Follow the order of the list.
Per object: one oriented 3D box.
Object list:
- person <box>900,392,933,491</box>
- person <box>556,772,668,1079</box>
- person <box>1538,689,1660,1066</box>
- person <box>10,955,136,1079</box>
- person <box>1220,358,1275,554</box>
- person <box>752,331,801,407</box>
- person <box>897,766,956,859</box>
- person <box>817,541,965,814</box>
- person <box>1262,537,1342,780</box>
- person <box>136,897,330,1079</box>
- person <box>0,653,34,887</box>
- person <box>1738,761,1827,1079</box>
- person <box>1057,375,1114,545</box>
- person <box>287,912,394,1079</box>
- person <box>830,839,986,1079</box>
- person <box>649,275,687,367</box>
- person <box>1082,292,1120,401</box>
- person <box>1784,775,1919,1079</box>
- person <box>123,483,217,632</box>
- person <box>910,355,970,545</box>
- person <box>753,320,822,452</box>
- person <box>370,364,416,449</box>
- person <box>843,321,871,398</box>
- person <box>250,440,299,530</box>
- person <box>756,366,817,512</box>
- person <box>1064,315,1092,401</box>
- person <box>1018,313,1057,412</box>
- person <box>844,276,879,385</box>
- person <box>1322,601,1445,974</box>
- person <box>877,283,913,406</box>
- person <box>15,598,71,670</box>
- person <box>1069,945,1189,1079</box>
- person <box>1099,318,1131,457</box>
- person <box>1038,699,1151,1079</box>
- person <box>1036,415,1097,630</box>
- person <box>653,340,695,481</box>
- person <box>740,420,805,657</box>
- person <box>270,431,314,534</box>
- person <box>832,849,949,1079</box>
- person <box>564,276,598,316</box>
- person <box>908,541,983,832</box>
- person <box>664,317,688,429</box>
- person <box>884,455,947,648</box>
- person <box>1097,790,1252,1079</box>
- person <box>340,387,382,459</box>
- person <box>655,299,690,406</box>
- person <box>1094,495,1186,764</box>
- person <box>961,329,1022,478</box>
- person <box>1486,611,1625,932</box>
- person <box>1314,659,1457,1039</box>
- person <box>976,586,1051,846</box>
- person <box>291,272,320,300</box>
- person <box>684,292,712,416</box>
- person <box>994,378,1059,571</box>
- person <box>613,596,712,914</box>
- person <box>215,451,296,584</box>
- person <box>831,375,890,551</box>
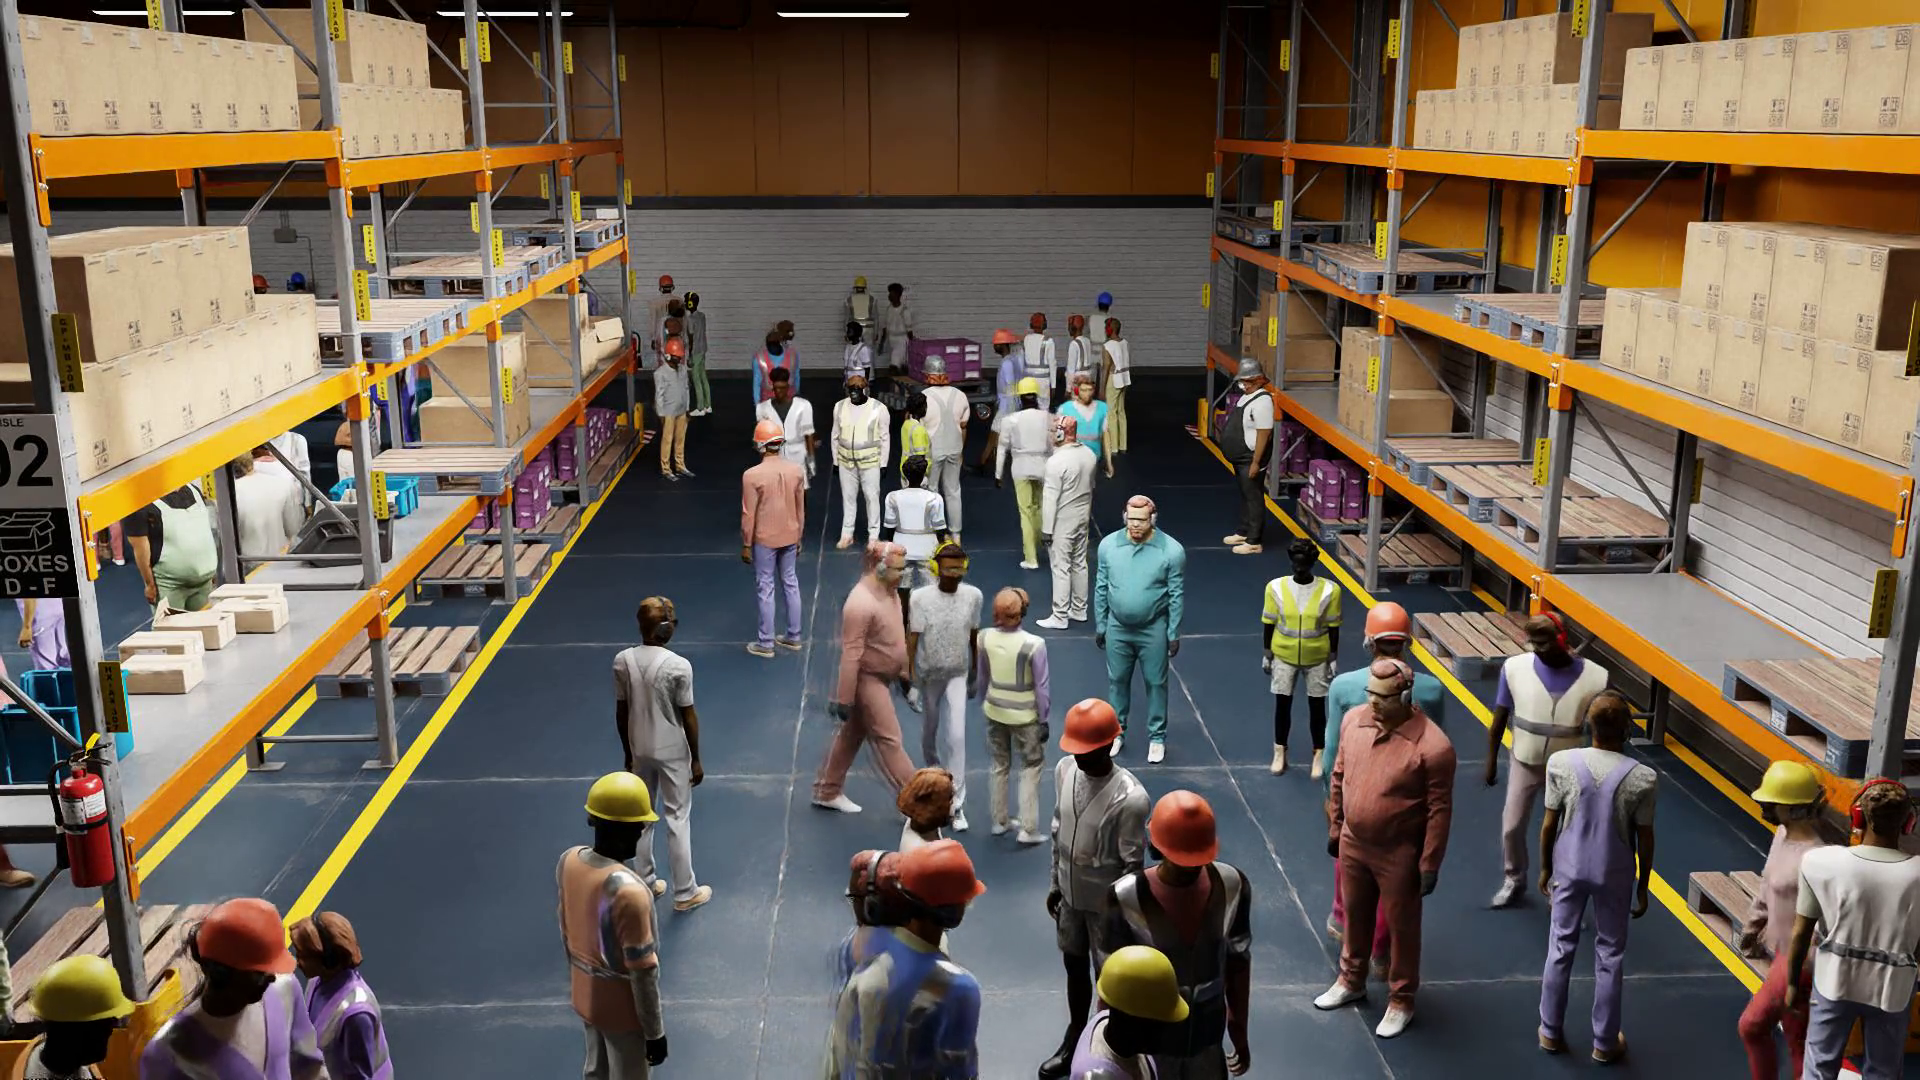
[{"bbox_3d":[-0.444,-0.676,17.057,0.320,1.698,0.531,-5,15,-18],"label":"person"},{"bbox_3d":[-1.365,1.852,6.698,0.382,1.917,0.585,-13,19,-42],"label":"person"},{"bbox_3d":[2.999,1.590,7.867,0.508,1.846,0.342,8,16,28],"label":"person"},{"bbox_3d":[-2.797,2.220,5.303,0.483,1.900,0.626,-5,15,-20],"label":"person"},{"bbox_3d":[2.956,-0.884,17.190,0.536,2.000,0.675,-1,14,-3],"label":"person"},{"bbox_3d":[-2.327,-1.778,21.229,0.631,1.779,0.997,-3,15,-12],"label":"person"},{"bbox_3d":[-0.163,1.791,7.523,0.288,1.625,0.497,1,14,3],"label":"person"},{"bbox_3d":[-0.470,0.908,10.550,1.033,1.840,0.656,3,15,11],"label":"person"},{"bbox_3d":[2.311,0.794,11.311,0.539,1.687,0.320,4,15,16],"label":"person"},{"bbox_3d":[-2.440,2.104,5.581,0.986,1.988,0.609,5,15,18],"label":"person"},{"bbox_3d":[-5.608,1.096,9.418,0.536,2.000,0.688,1,14,6],"label":"person"},{"bbox_3d":[3.574,1.801,7.239,0.607,1.738,0.571,3,15,13],"label":"person"},{"bbox_3d":[1.322,-0.807,17.331,0.569,1.824,0.640,-5,15,-20],"label":"person"},{"bbox_3d":[-2.263,2.130,6.176,0.318,1.631,0.524,-11,18,-36],"label":"person"},{"bbox_3d":[-0.157,2.016,5.925,0.888,1.985,0.620,-12,18,-39],"label":"person"},{"bbox_3d":[-4.640,-3.222,26.494,0.607,1.987,0.414,-7,16,-25],"label":"person"},{"bbox_3d":[2.049,-2.673,24.449,0.613,1.921,0.645,4,15,15],"label":"person"},{"bbox_3d":[3.689,1.863,6.819,0.559,1.836,0.393,7,16,25],"label":"person"},{"bbox_3d":[-5.963,0.242,12.770,0.538,2.000,0.683,5,15,20],"label":"person"},{"bbox_3d":[-0.269,-0.915,17.310,0.683,2.000,0.536,-9,17,-31],"label":"person"},{"bbox_3d":[-2.363,-2.046,22.261,0.972,1.787,0.508,0,14,0],"label":"person"},{"bbox_3d":[-7.033,-1.761,20.633,0.535,2.000,0.683,-3,15,-13],"label":"person"},{"bbox_3d":[-1.432,-2.164,22.899,0.317,1.695,0.540,-12,19,-39],"label":"person"},{"bbox_3d":[-5.861,-0.049,14.186,0.410,1.908,0.598,4,15,14],"label":"person"},{"bbox_3d":[-1.799,-0.873,17.350,0.634,1.940,0.782,0,14,-1],"label":"person"},{"bbox_3d":[1.554,-2.051,22.106,0.369,1.879,0.584,7,16,25],"label":"person"},{"bbox_3d":[1.049,-2.104,22.289,0.584,1.884,0.349,10,17,34],"label":"person"},{"bbox_3d":[-1.652,-3.506,27.896,0.589,1.834,0.403,-1,14,-3],"label":"person"},{"bbox_3d":[2.240,1.275,8.846,0.616,1.974,0.695,3,15,13],"label":"person"},{"bbox_3d":[-0.954,-3.071,26.043,1.017,1.921,0.612,-9,17,-32],"label":"person"},{"bbox_3d":[-6.602,0.553,11.939,0.345,1.847,0.504,-1,14,-5],"label":"person"},{"bbox_3d":[0.522,2.185,5.400,0.391,1.915,0.592,2,14,9],"label":"person"},{"bbox_3d":[2.062,-2.020,22.066,0.385,1.838,0.567,10,18,35],"label":"person"},{"bbox_3d":[0.596,1.626,7.576,0.390,1.926,0.550,-12,19,-39],"label":"person"},{"bbox_3d":[0.922,-0.163,14.643,0.399,1.900,0.645,11,18,37],"label":"person"},{"bbox_3d":[-3.539,-1.615,20.655,0.353,1.743,0.568,9,17,31],"label":"person"},{"bbox_3d":[-1.568,-0.017,13.905,0.613,1.987,0.408,-13,19,-42],"label":"person"},{"bbox_3d":[-6.271,-0.361,15.369,0.553,1.929,0.393,-3,15,-13],"label":"person"},{"bbox_3d":[-0.263,2.024,6.070,0.403,1.897,0.653,3,15,13],"label":"person"},{"bbox_3d":[-6.197,-3.374,27.165,0.636,1.939,0.364,-6,16,-24],"label":"person"},{"bbox_3d":[-0.106,0.874,10.755,0.522,1.818,1.010,-2,14,-8],"label":"person"},{"bbox_3d":[-4.105,-2.392,23.921,0.287,1.633,0.497,-10,17,-33],"label":"person"},{"bbox_3d":[-0.366,0.124,13.928,0.532,1.693,0.319,3,15,12],"label":"person"},{"bbox_3d":[0.825,1.890,6.329,0.613,2.031,0.410,-4,15,-15],"label":"person"},{"bbox_3d":[-7.578,-1.689,20.963,0.486,1.738,0.321,-13,19,-42],"label":"person"},{"bbox_3d":[-4.227,-2.652,24.561,0.479,1.824,0.698,-4,15,-14],"label":"person"},{"bbox_3d":[1.238,0.614,11.596,0.645,1.901,0.399,5,15,20],"label":"person"},{"bbox_3d":[0.531,-1.681,20.631,1.029,1.875,0.562,4,15,15],"label":"person"},{"bbox_3d":[3.328,1.258,9.225,0.760,1.827,0.439,4,15,16],"label":"person"},{"bbox_3d":[2.058,1.491,8.139,0.403,1.904,0.652,-12,19,-39],"label":"person"},{"bbox_3d":[0.327,1.087,10.274,0.525,1.636,0.312,11,18,36],"label":"person"},{"bbox_3d":[-10.810,-3.436,27.424,0.608,1.936,0.434,-12,18,-38],"label":"person"},{"bbox_3d":[-3.982,-2.806,25.107,0.328,1.861,0.507,4,15,15],"label":"person"},{"bbox_3d":[0.668,-0.676,16.688,0.624,1.875,0.907,-3,15,-10],"label":"person"},{"bbox_3d":[-1.683,1.212,9.366,0.504,1.839,0.344,5,15,20],"label":"person"},{"bbox_3d":[-5.641,0.166,13.375,0.524,1.905,0.634,12,18,38],"label":"person"},{"bbox_3d":[-1.040,-0.802,17.263,0.626,1.843,0.430,4,15,16],"label":"person"}]
